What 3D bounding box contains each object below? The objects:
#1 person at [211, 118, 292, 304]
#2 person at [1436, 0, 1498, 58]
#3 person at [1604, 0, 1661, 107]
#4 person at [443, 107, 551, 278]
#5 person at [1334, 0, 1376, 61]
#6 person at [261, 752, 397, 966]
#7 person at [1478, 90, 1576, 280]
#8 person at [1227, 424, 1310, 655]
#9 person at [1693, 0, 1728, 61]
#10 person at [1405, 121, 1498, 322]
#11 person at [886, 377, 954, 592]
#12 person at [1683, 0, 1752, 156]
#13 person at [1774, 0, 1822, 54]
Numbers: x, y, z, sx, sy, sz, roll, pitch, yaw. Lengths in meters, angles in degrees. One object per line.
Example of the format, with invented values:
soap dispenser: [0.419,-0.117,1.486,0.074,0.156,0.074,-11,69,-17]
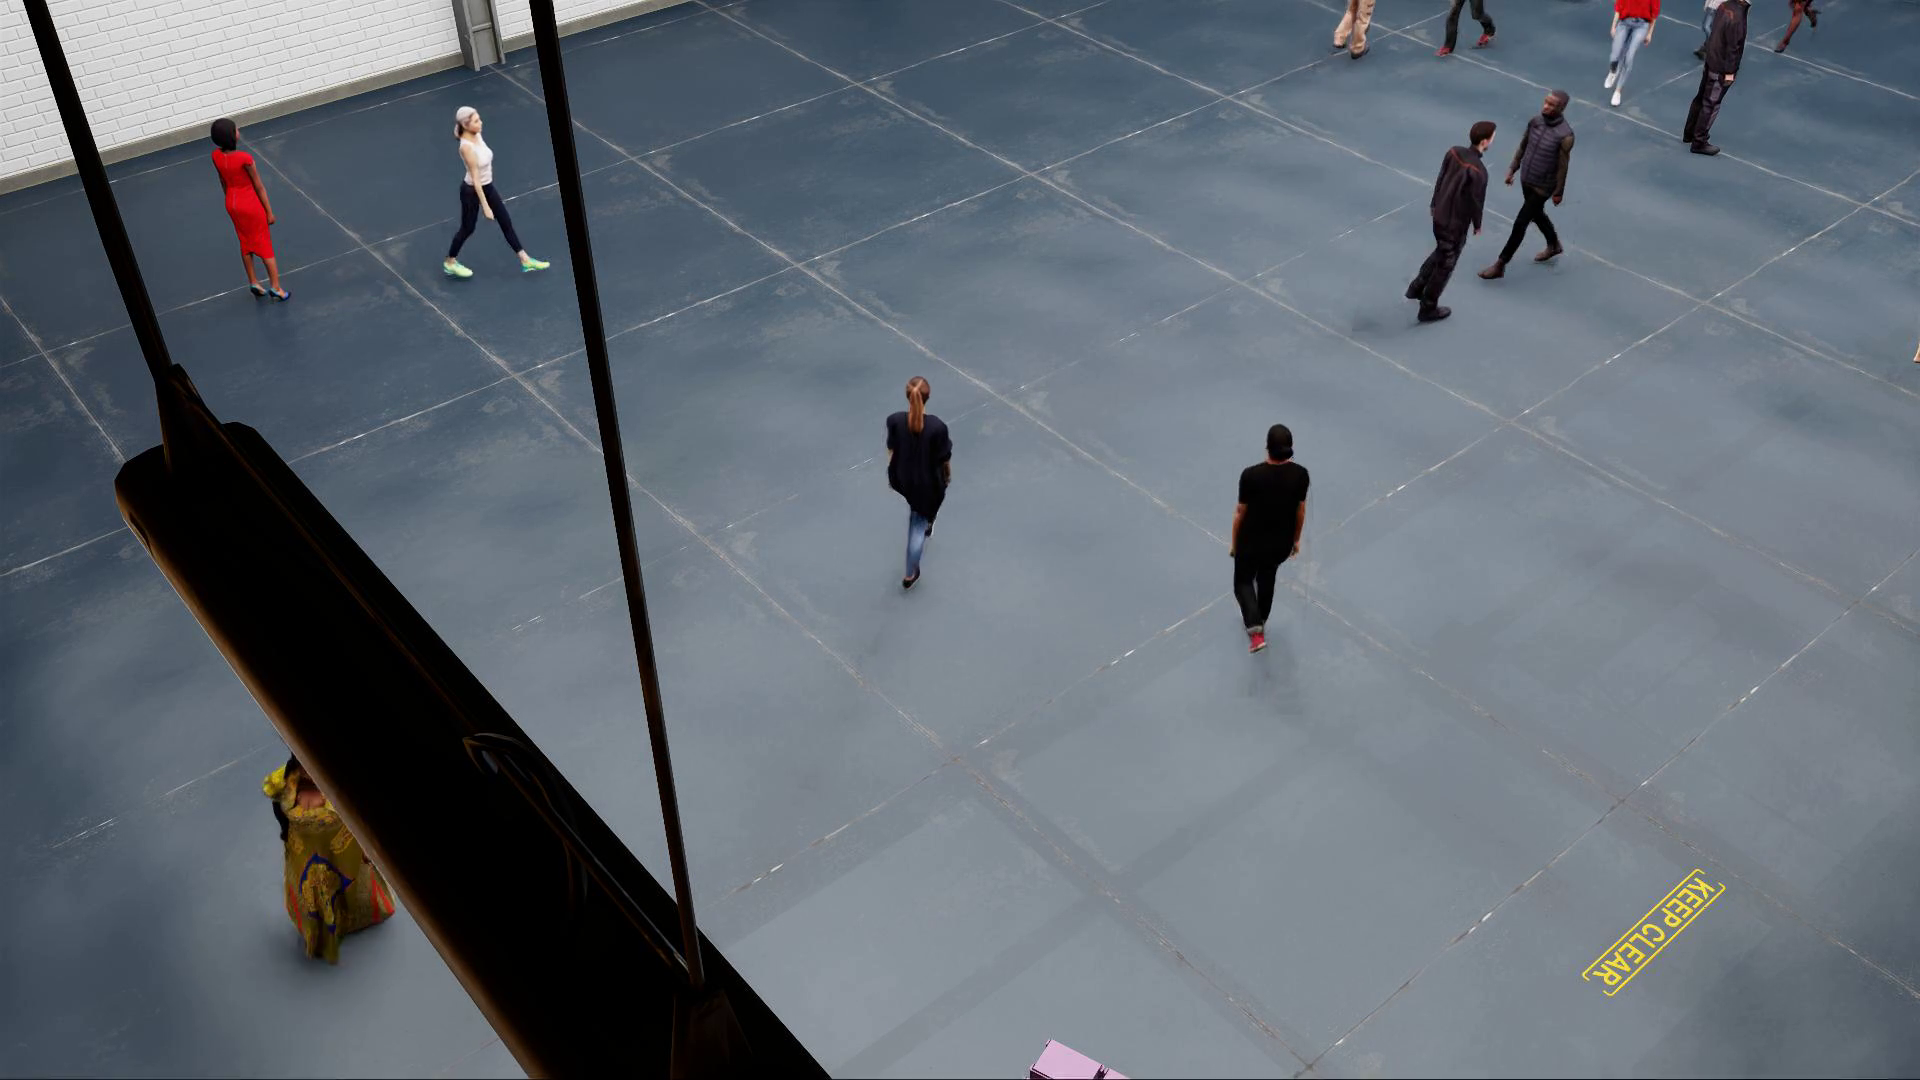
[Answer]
person: [-6.382,-2.937,14.879,0.646,1.742,0.675,9,40,11]
person: [6.030,-6.533,19.368,1.092,1.759,0.652,-27,46,-29]
person: [7.431,-5.670,18.338,0.783,1.695,0.849,14,41,17]
person: [-4.486,-3.122,15.185,1.269,1.649,1.131,-1,39,-1]
person: [4.627,-6.427,19.175,0.706,1.834,0.732,31,48,33]
person: [-3.529,1.631,9.257,0.996,1.619,1.071,-1,39,-2]
person: [5.370,-3.257,15.239,1.313,1.793,1.000,-13,41,-16]
person: [2.056,0.047,11.140,0.936,1.745,0.934,-5,39,-6]
person: [8.809,-6.156,19.261,0.767,1.304,0.750,-6,39,-7]
person: [4.228,-2.758,14.535,0.825,1.892,0.826,-14,41,-17]
person: [-0.322,-0.354,11.723,0.983,1.644,1.157,11,40,14]
person: [7.922,-4.964,17.339,0.835,1.839,0.782,2,39,3]
person: [9.987,-6.551,19.452,0.967,1.683,0.700,-18,42,-21]
